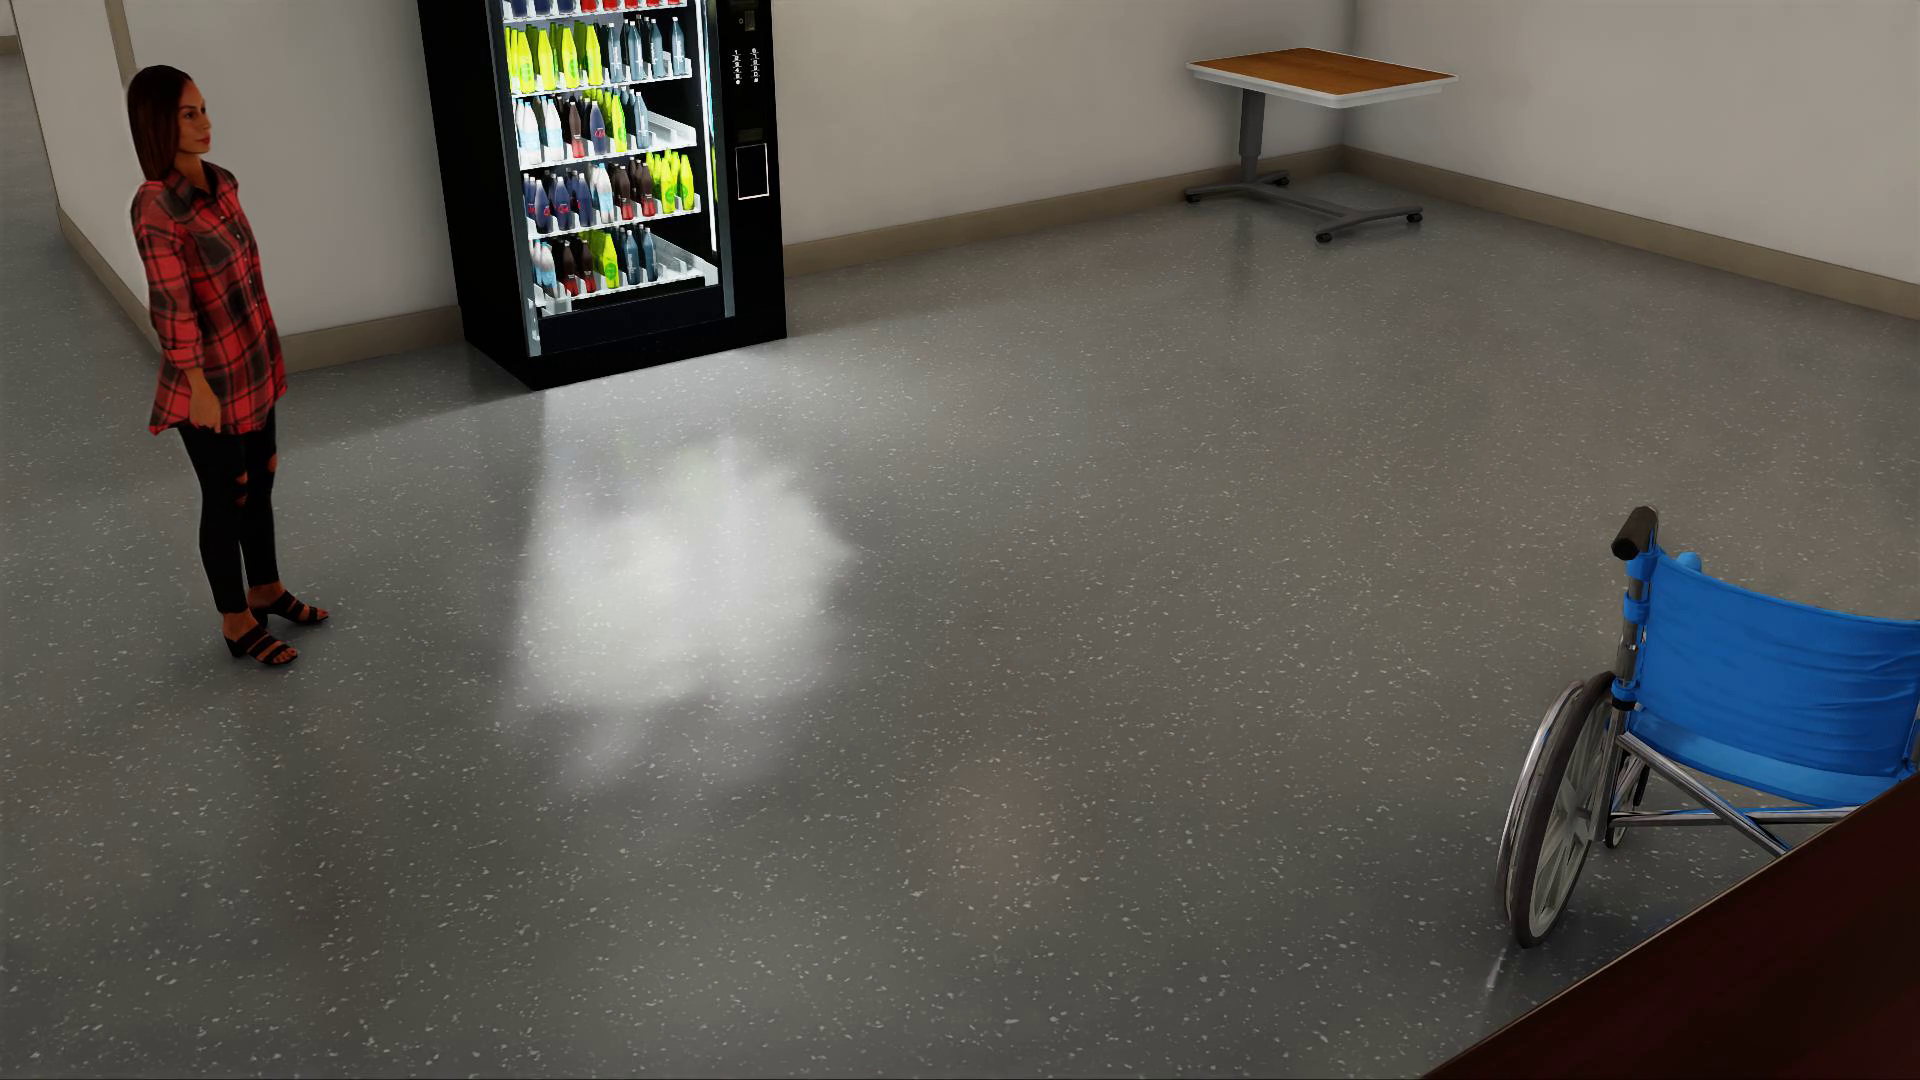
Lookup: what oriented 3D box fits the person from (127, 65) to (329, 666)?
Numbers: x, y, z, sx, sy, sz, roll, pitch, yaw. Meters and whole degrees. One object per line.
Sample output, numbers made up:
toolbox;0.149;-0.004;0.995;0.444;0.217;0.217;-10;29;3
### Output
person;-2.083;-0.470;4.695;0.741;1.703;0.706;1;26;2
